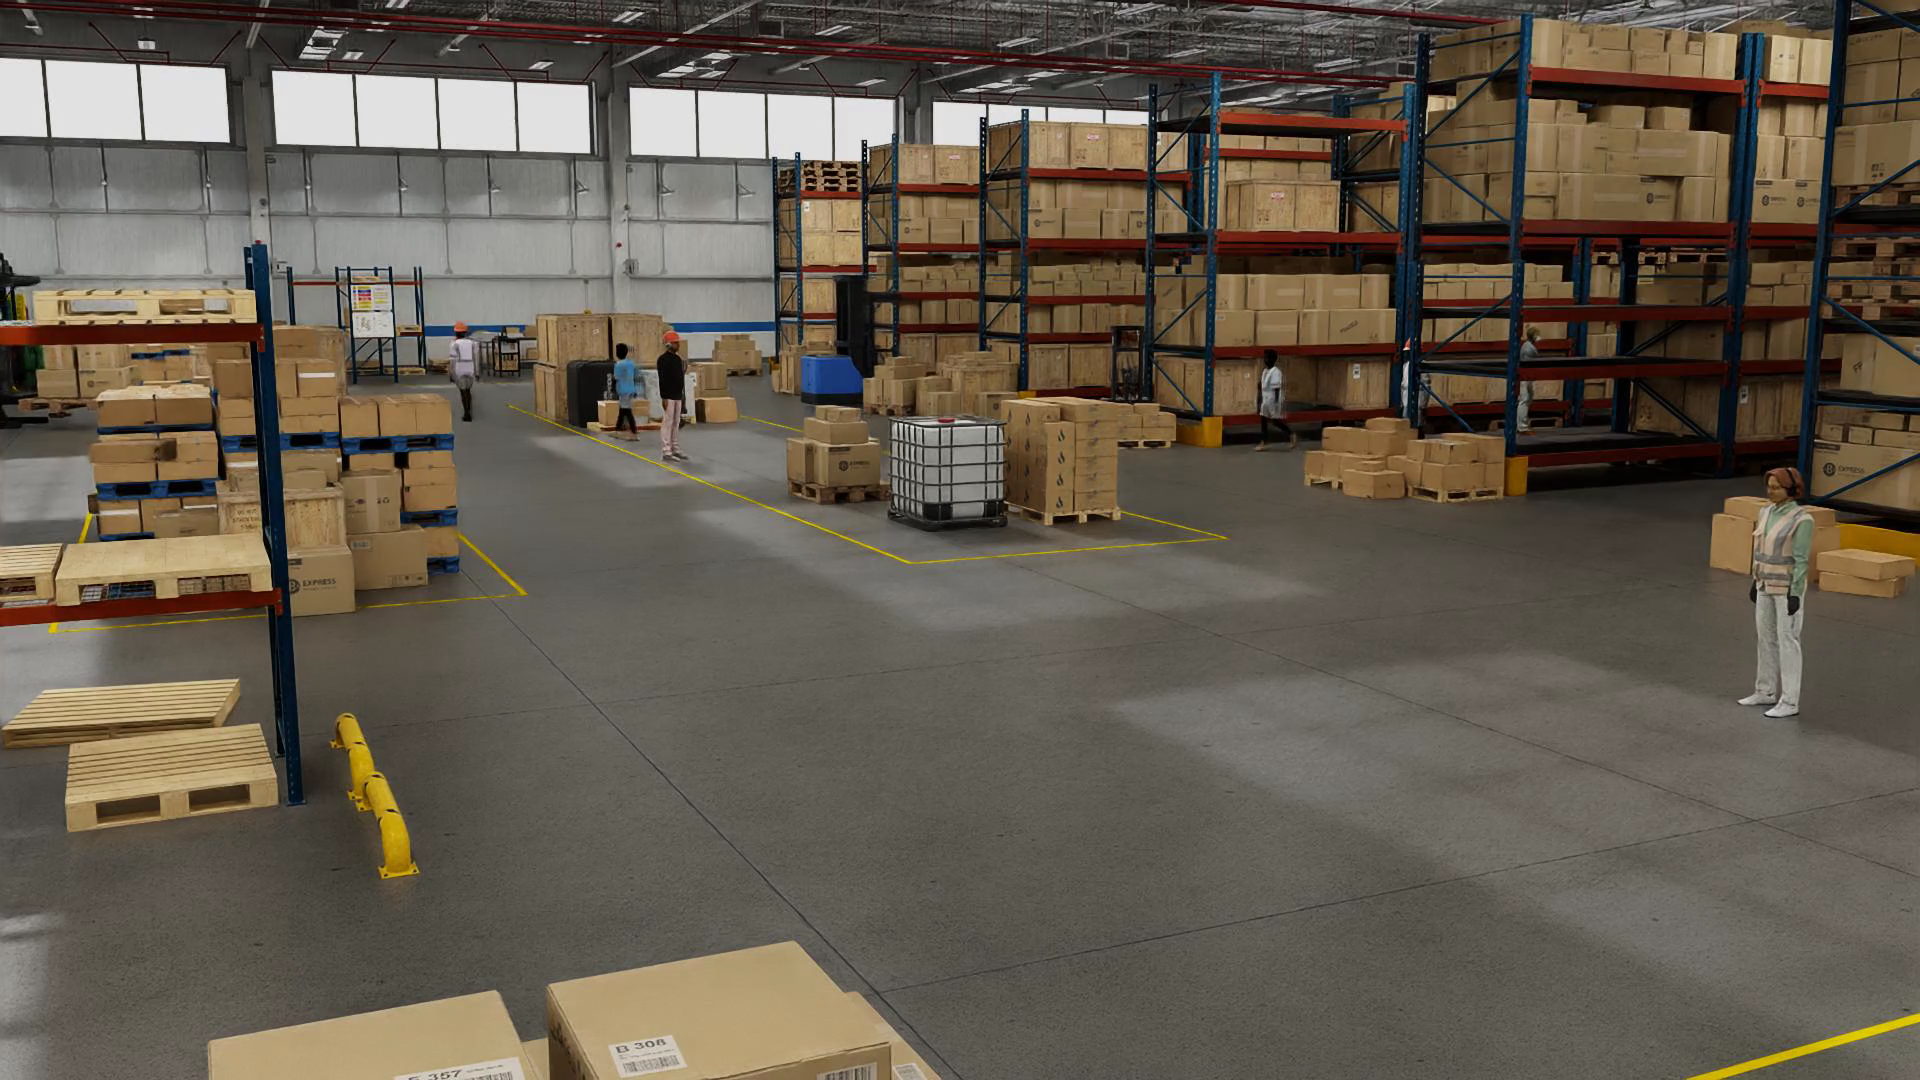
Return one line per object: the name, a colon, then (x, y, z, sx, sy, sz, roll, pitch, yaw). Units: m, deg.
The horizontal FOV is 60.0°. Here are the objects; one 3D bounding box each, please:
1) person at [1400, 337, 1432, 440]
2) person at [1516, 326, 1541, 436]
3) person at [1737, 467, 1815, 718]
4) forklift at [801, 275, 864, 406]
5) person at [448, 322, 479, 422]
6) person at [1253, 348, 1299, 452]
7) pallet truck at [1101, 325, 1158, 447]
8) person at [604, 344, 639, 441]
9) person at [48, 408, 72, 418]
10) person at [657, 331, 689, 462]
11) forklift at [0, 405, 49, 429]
person: (6.662, -2.008, 24.460, 0.378, 1.936, 0.548, -4, 10, -26)
person: (10.024, -2.793, 29.340, 0.369, 1.936, 0.630, 2, 9, 15)
person: (5.355, 0.334, 10.881, 0.311, 1.632, 0.518, -1, 9, -7)
forklift: (-2.399, -4.292, 35.714, 1.873, 2.768, 1.129, -4, 10, -25)
person: (-9.683, -3.268, 32.325, 0.568, 1.914, 0.754, -8, 12, -40)
person: (5.078, -2.236, 26.698, 0.653, 1.681, 0.542, -2, 9, -15)
pallet truck: (2.881, -2.596, 27.923, 0.823, 1.965, 1.885, -1, 9, -7)
person: (-5.846, -2.526, 28.496, 0.819, 1.656, 0.557, 3, 10, 21)
person: (-17.986, -3.390, 33.088, 0.363, 1.929, 0.627, -2, 9, -10)
person: (-4.406, -2.200, 25.466, 0.373, 1.997, 0.618, 3, 10, 18)
forklift: (-18.124, -3.469, 30.608, 1.873, 2.768, 1.129, 0, 9, -2)
